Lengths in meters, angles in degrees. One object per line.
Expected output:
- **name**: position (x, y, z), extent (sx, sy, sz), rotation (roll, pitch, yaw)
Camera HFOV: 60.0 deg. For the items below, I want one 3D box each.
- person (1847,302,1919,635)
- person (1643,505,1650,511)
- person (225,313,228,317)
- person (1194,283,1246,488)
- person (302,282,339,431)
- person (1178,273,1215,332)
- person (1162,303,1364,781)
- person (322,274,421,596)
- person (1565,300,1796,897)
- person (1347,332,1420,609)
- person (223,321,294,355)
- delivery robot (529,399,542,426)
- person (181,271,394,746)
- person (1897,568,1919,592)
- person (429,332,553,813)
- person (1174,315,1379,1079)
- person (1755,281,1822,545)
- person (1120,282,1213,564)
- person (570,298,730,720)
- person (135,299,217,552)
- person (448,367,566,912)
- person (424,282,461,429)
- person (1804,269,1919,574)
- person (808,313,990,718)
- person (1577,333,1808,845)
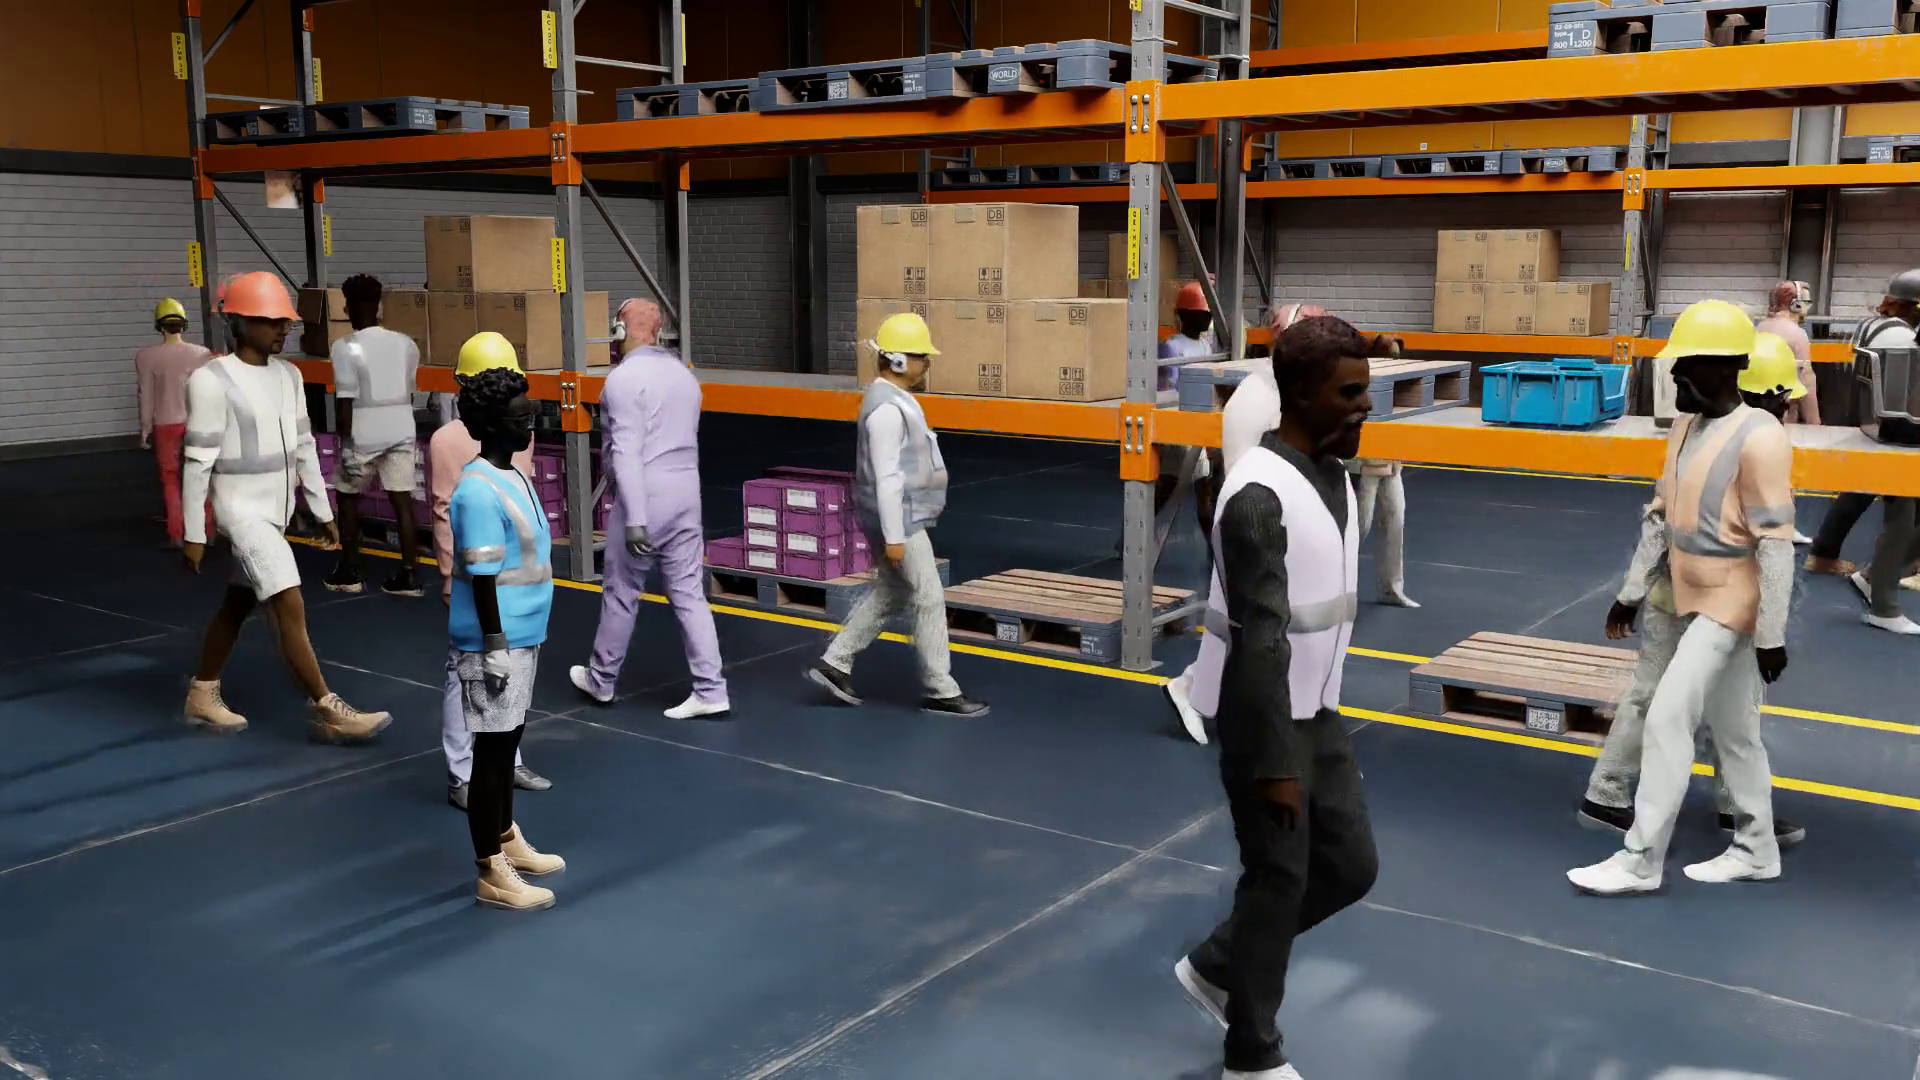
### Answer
- **person**: position (5.154, -0.427, 8.986), extent (0.630, 1.897, 0.477), rotation (-8, 12, -39)
- **person**: position (5.597, -0.866, 12.479), extent (0.824, 1.595, 0.545), rotation (5, 11, 26)
- **person**: position (-6.654, -1.433, 15.569), extent (0.506, 1.690, 0.725), rotation (7, 12, 38)
- **person**: position (2.139, -1.296, 14.365), extent (0.617, 1.826, 0.640), rotation (8, 12, 38)
- **person**: position (-6.352, -1.668, 16.614), extent (0.430, 1.832, 0.511), rotation (0, 10, -1)
- **person**: position (2.302, -1.513, 15.453), extent (0.400, 1.907, 0.644), rotation (9, 13, 44)
- **person**: position (1.211, -0.011, 6.645), extent (0.896, 1.871, 0.645), rotation (6, 11, 33)
- **person**: position (-3.603, -0.629, 10.100), extent (0.795, 1.940, 0.606), rotation (8, 12, 38)
- **person**: position (2.293, 0.202, 5.277), extent (0.859, 1.894, 0.598), rotation (1, 10, 4)
- **person**: position (2.381, -0.414, 9.775), extent (0.523, 1.620, 0.669), rotation (-9, 13, -43)
- **person**: position (-6.277, -1.414, 15.091), extent (0.639, 1.823, 0.616), rotation (0, 10, 0)
- **delivery robot**: position (-5.044, -1.466, 18.890), extent (0.477, 0.478, 0.707), rotation (3, 10, 12)
- **person**: position (-2.915, -0.118, 6.961), extent (1.069, 1.987, 0.611), rotation (2, 10, 12)
- **person**: position (6.157, -0.685, 10.175), extent (0.765, 2.028, 0.615), rotation (-1, 10, -6)
- **person**: position (-1.719, 0.118, 6.155), extent (0.328, 1.767, 0.530), rotation (4, 11, 25)
- **person**: position (0.774, 0.427, 3.929), extent (0.440, 1.903, 0.588), rotation (6, 11, 33)
- **person**: position (5.765, -0.841, 11.547), extent (0.776, 1.881, 0.667), rotation (1, 10, 7)
- **person**: position (1.464, -0.740, 10.904), extent (0.976, 1.895, 0.559), rotation (6, 11, 31)
- **person**: position (-1.400, -0.134, 7.405), extent (0.941, 1.853, 0.666), rotation (5, 11, 27)
- **person**: position (-5.477, -0.796, 11.659), extent (0.530, 1.753, 0.397), rotation (-8, 12, -40)
- **person**: position (-1.436, 0.305, 5.245), extent (0.318, 1.697, 0.536), rotation (-1, 10, -5)
- **person**: position (-4.422, -1.294, 14.254), extent (0.323, 1.870, 0.518), rotation (1, 10, 8)
- **person**: position (5.979, -0.770, 10.624), extent (1.037, 2.000, 0.688), rotation (2, 10, 13)
- **person**: position (-0.292, -0.105, 7.389), extent (0.809, 1.804, 0.603), rotation (0, 10, 2)
- **person**: position (2.558, 0.190, 5.662), extent (0.830, 1.781, 0.614), rotation (6, 11, 32)
